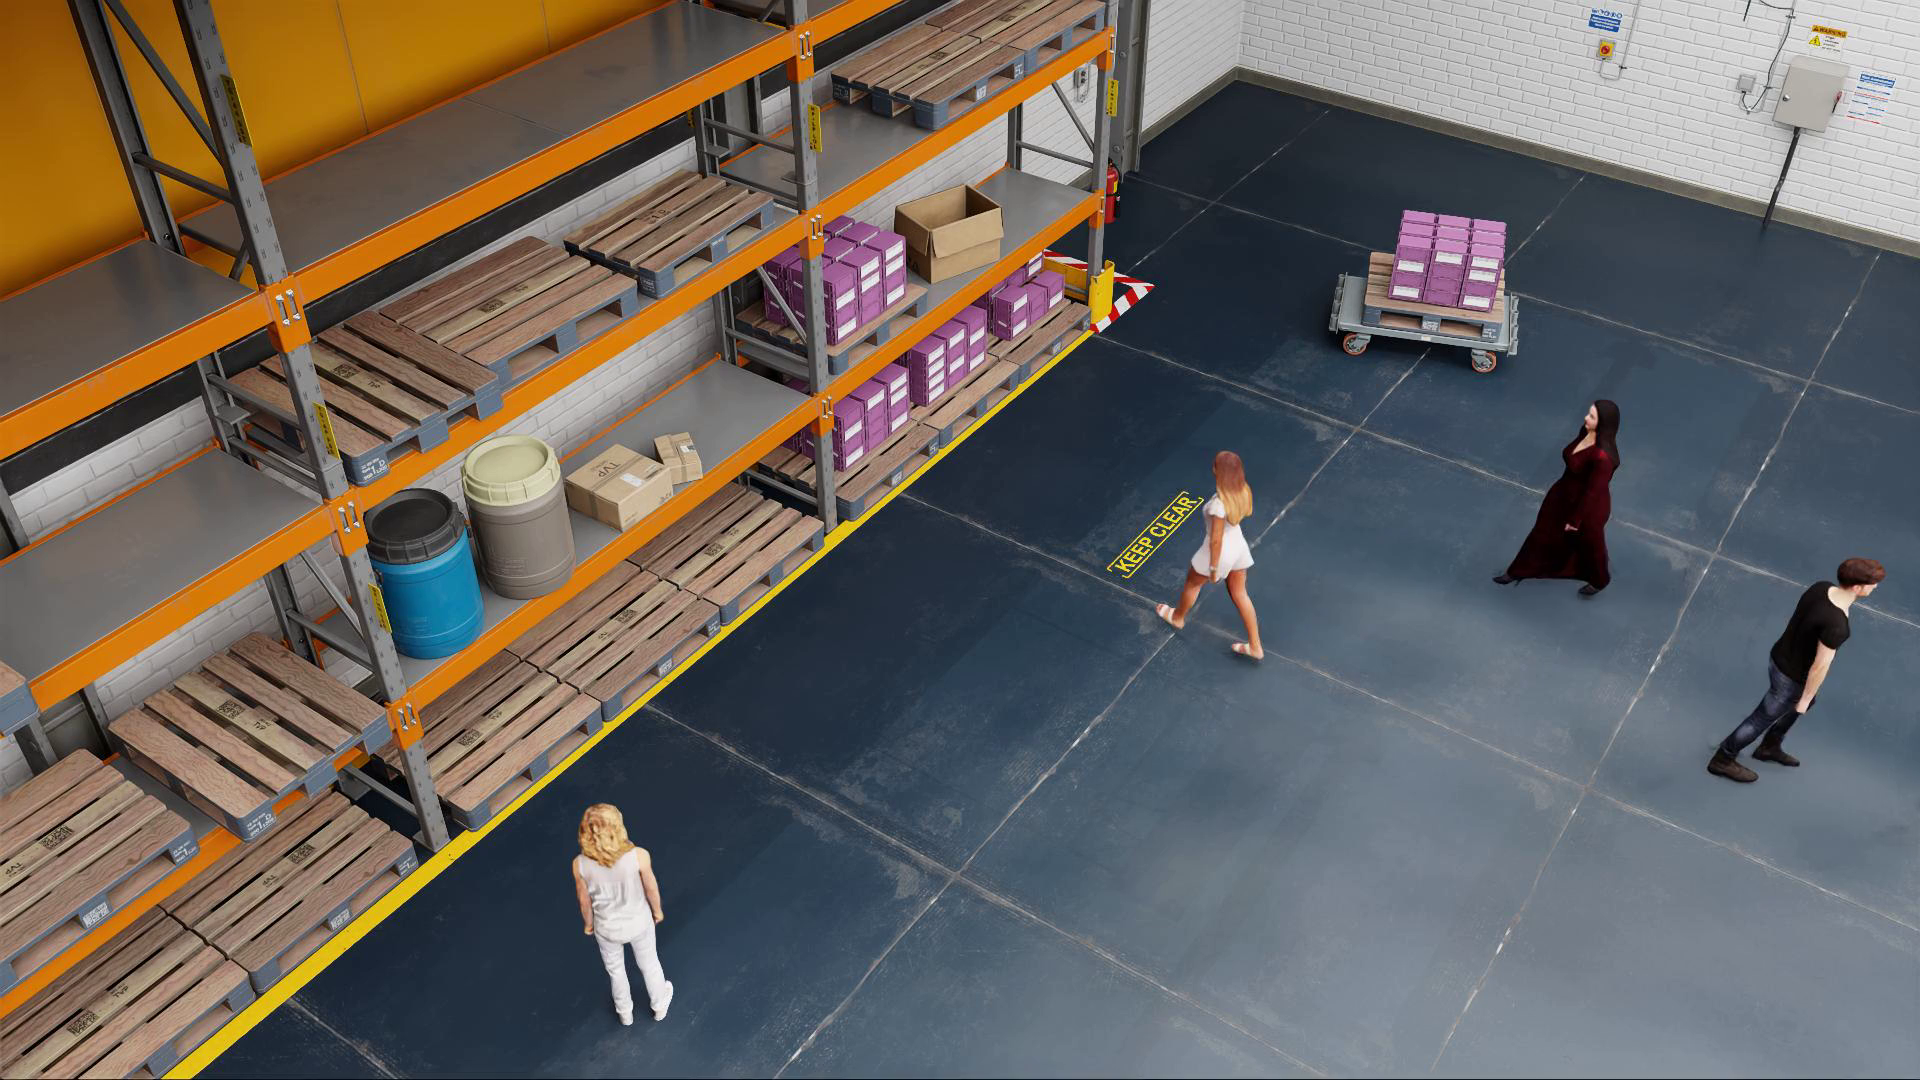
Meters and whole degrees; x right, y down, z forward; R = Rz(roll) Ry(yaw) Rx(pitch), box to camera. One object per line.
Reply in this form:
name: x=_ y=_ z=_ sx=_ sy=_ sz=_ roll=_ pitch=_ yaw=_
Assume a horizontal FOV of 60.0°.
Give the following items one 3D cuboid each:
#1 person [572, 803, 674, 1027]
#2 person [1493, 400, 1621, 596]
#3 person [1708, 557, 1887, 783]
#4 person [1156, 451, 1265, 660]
person: x=-1.864 y=2.078 z=9.147 sx=0.684 sy=1.672 sz=0.738 roll=-5 pitch=39 yaw=-6
person: x=4.581 y=-0.248 z=12.031 sx=1.120 sy=1.709 sz=1.121 roll=-1 pitch=39 yaw=-2
person: x=5.230 y=0.820 z=10.568 sx=0.916 sy=1.865 sz=0.893 roll=8 pitch=39 yaw=10
person: x=1.902 y=0.144 z=11.586 sx=0.768 sy=1.650 sz=1.105 roll=31 pitch=48 yaw=33
